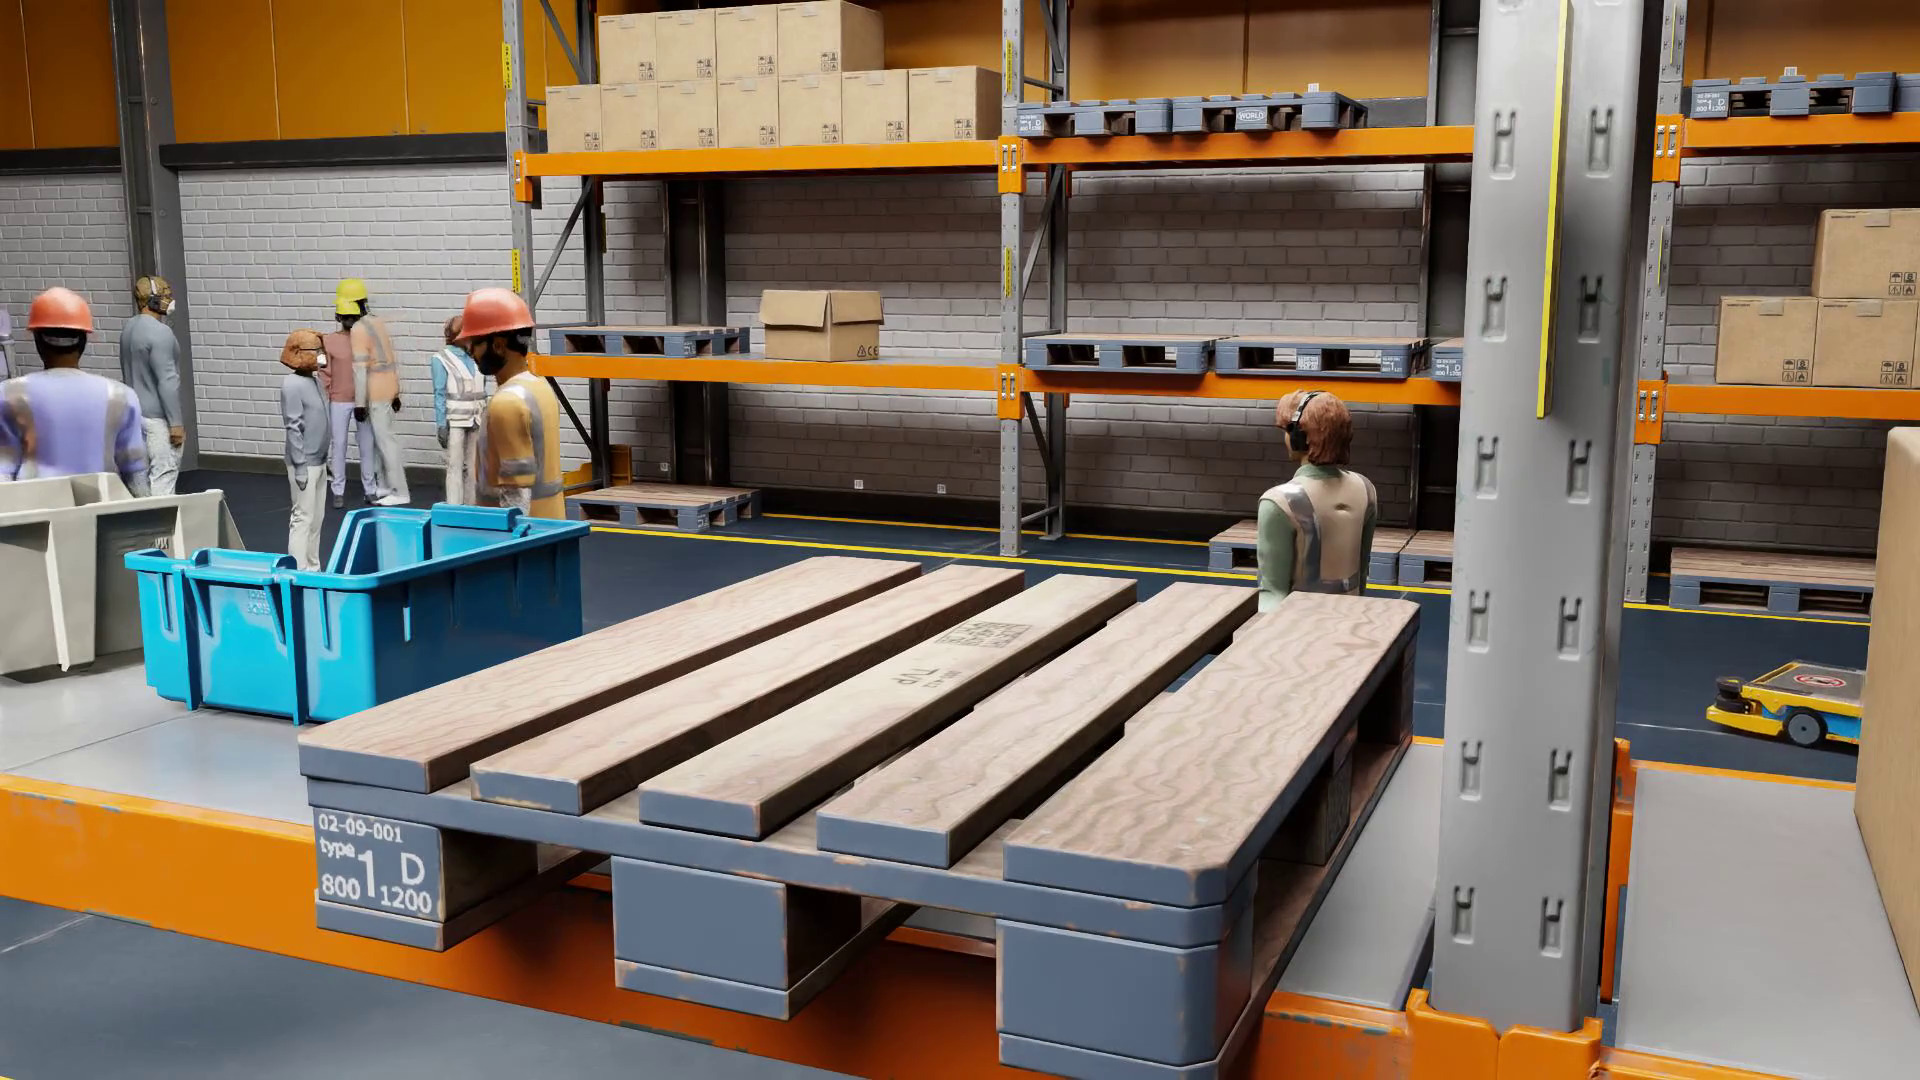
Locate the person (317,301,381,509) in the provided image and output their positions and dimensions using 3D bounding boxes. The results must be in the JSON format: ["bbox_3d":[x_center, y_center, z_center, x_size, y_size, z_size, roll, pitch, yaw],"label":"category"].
[{"bbox_3d":[-5.004,-1.138,13.718,0.533,1.765,0.330,-6,11,-32],"label":"person"}]

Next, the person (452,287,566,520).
[{"bbox_3d":[-1.676,0.029,6.236,0.383,1.932,0.549,0,9,-2],"label":"person"}]

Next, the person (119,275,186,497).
[{"bbox_3d":[-5.432,-0.814,11.256,0.629,1.940,0.379,9,13,43],"label":"person"}]

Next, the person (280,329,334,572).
[{"bbox_3d":[-3.859,-0.436,9.897,0.279,1.634,0.498,-1,9,-3],"label":"person"}]

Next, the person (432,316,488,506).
[{"bbox_3d":[-3.720,-0.838,12.392,0.452,1.643,0.530,5,11,28],"label":"person"}]

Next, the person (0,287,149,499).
[{"bbox_3d":[-3.490,-0.021,6.539,0.580,1.925,0.398,-7,12,-38],"label":"person"}]

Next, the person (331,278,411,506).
[{"bbox_3d":[-4.862,-1.208,13.754,0.558,1.888,0.590,-2,10,-10],"label":"person"}]

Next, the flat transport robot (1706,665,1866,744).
[{"bbox_3d":[3.968,0.741,6.927,1.431,0.197,0.652,9,13,44],"label":"flat transport robot"}]

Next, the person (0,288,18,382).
[{"bbox_3d":[-9.485,-1.654,16.288,0.551,1.935,0.371,0,9,3],"label":"person"}]

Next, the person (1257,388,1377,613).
[{"bbox_3d":[1.085,0.353,5.155,0.514,1.641,0.307,-8,13,-41],"label":"person"}]
